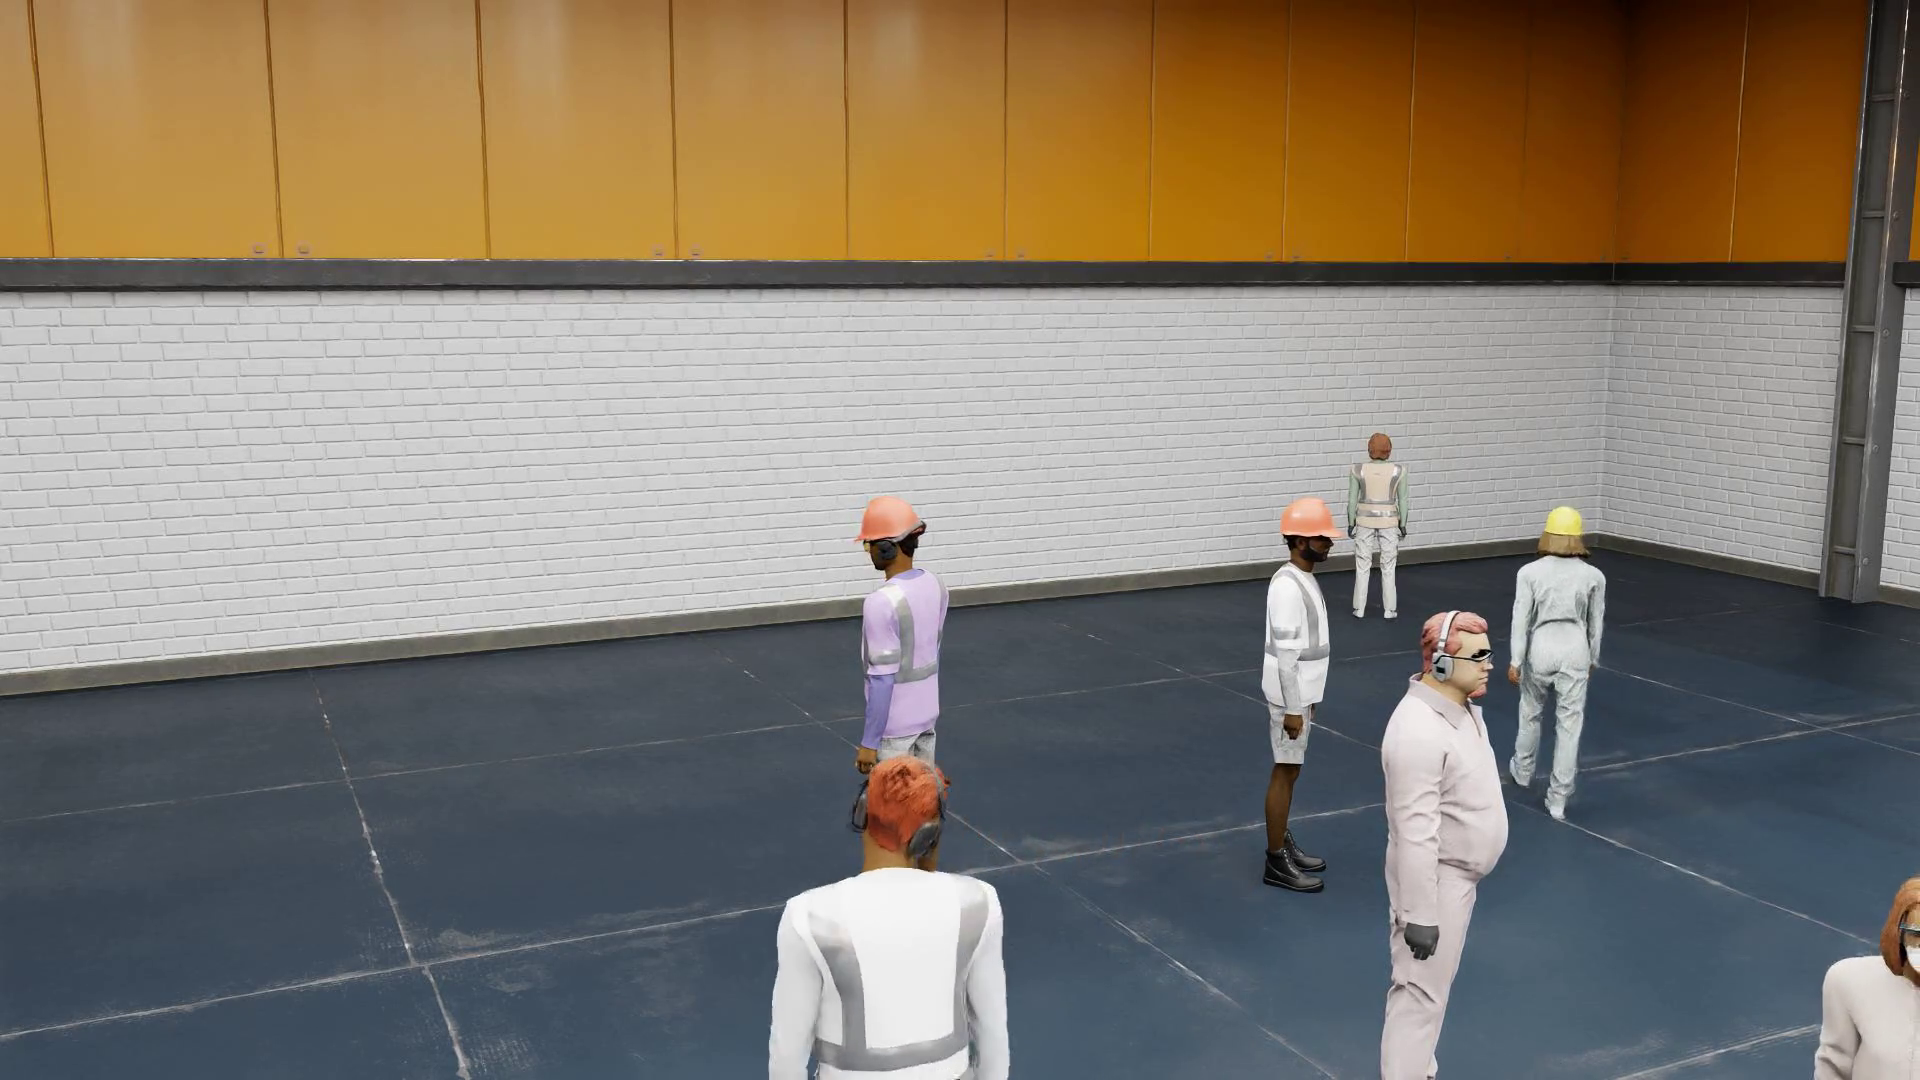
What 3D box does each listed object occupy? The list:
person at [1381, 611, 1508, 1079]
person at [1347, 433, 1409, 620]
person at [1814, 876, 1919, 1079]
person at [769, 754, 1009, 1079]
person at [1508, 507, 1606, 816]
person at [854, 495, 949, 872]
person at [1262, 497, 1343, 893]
[{"bbox_3d":[1.650,1.177,5.683,0.405,1.906,0.652,4,10,25],"label":"person"},{"bbox_3d":[3.639,-0.113,14.516,0.522,1.637,0.306,2,9,15],"label":"person"},{"bbox_3d":[2.339,1.591,4.072,0.522,1.581,0.843,8,12,39],"label":"person"},{"bbox_3d":[-0.150,1.453,4.146,0.642,1.867,0.417,-4,10,-22],"label":"person"},{"bbox_3d":[3.388,0.655,9.514,0.508,1.700,0.856,2,9,11],"label":"person"},{"bbox_3d":[-0.292,0.810,7.547,0.377,2.041,0.607,4,10,24],"label":"person"},{"bbox_3d":[1.682,0.750,8.229,0.361,1.939,0.542,3,10,17],"label":"person"}]
